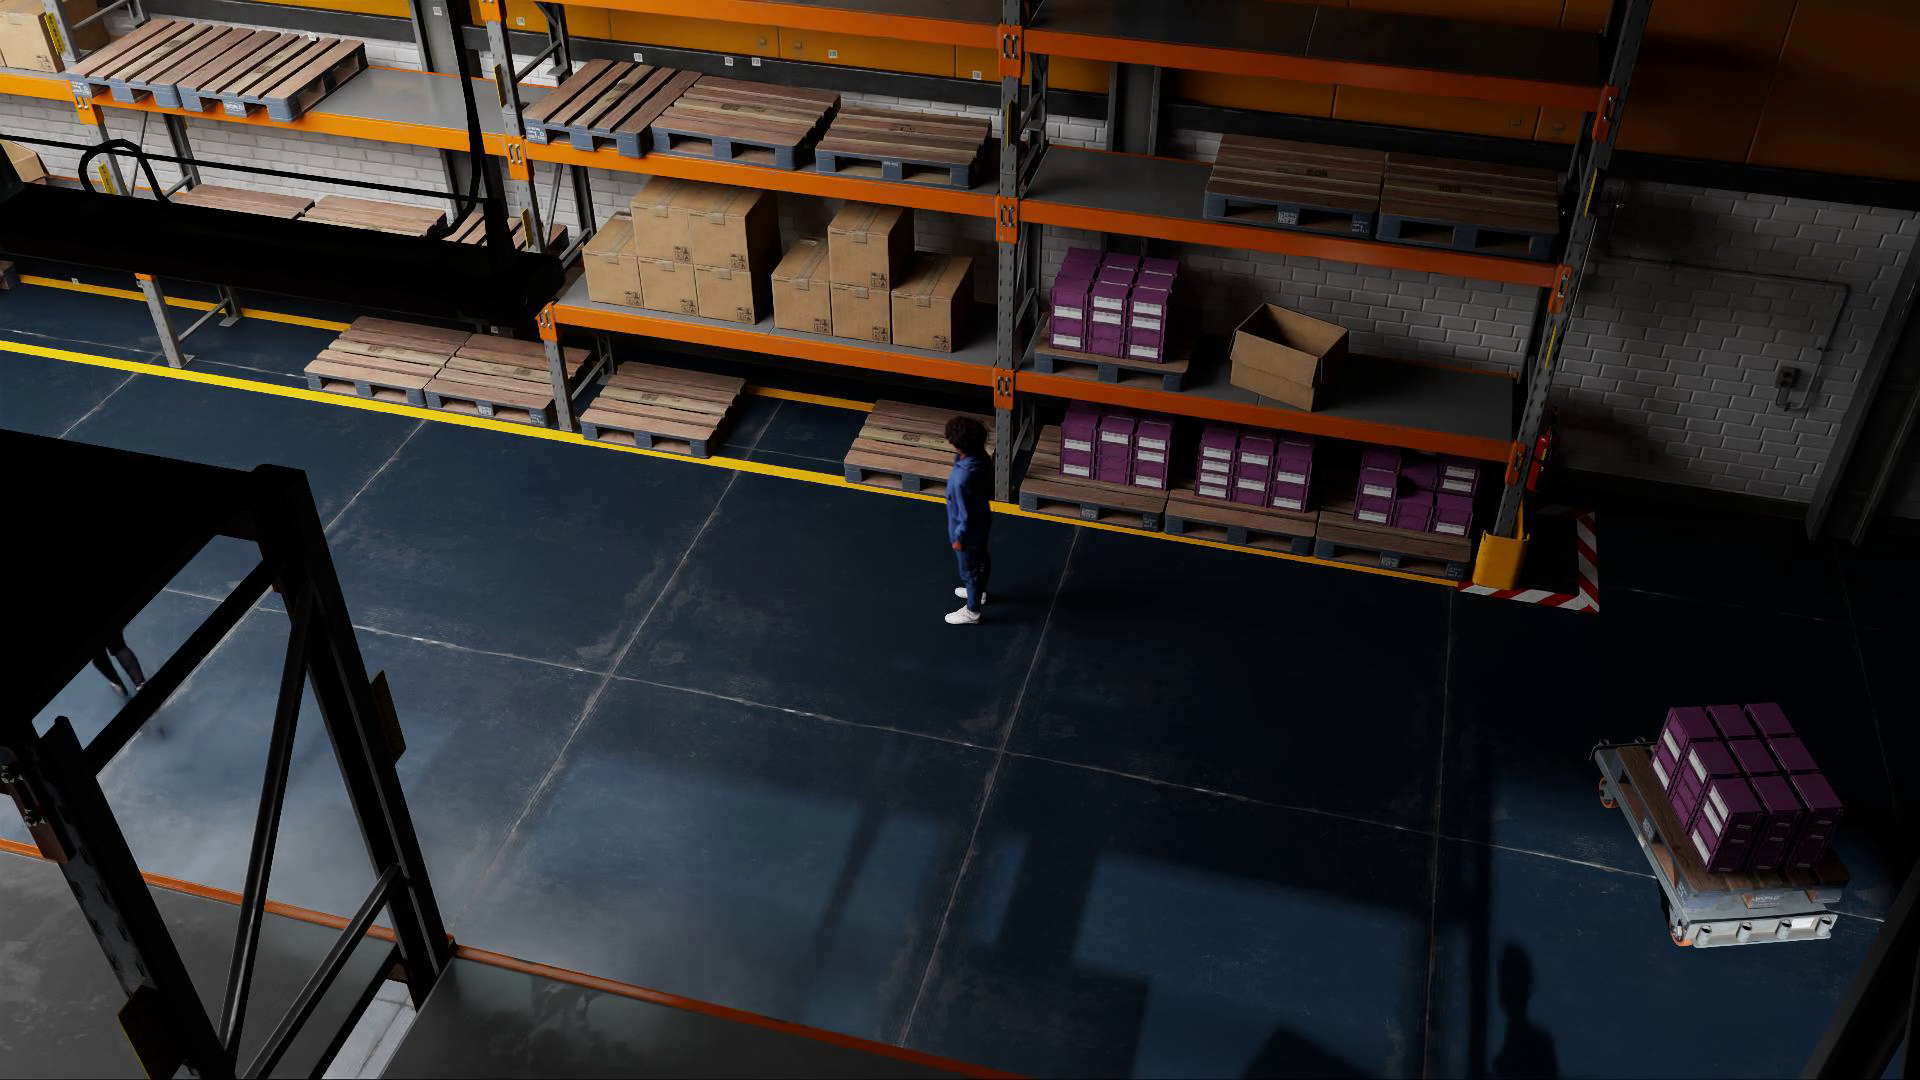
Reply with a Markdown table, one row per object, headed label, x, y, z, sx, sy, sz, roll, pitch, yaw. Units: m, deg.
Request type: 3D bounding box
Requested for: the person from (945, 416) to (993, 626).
| label | x | y | z | sx | sy | sz | roll | pitch | yaw |
| --- | --- | --- | --- | --- | --- | --- | --- | --- | --- |
| person | 0.078 | -0.147 | 12.341 | 0.556 | 1.803 | 0.667 | 11 | 40 | 13 |
